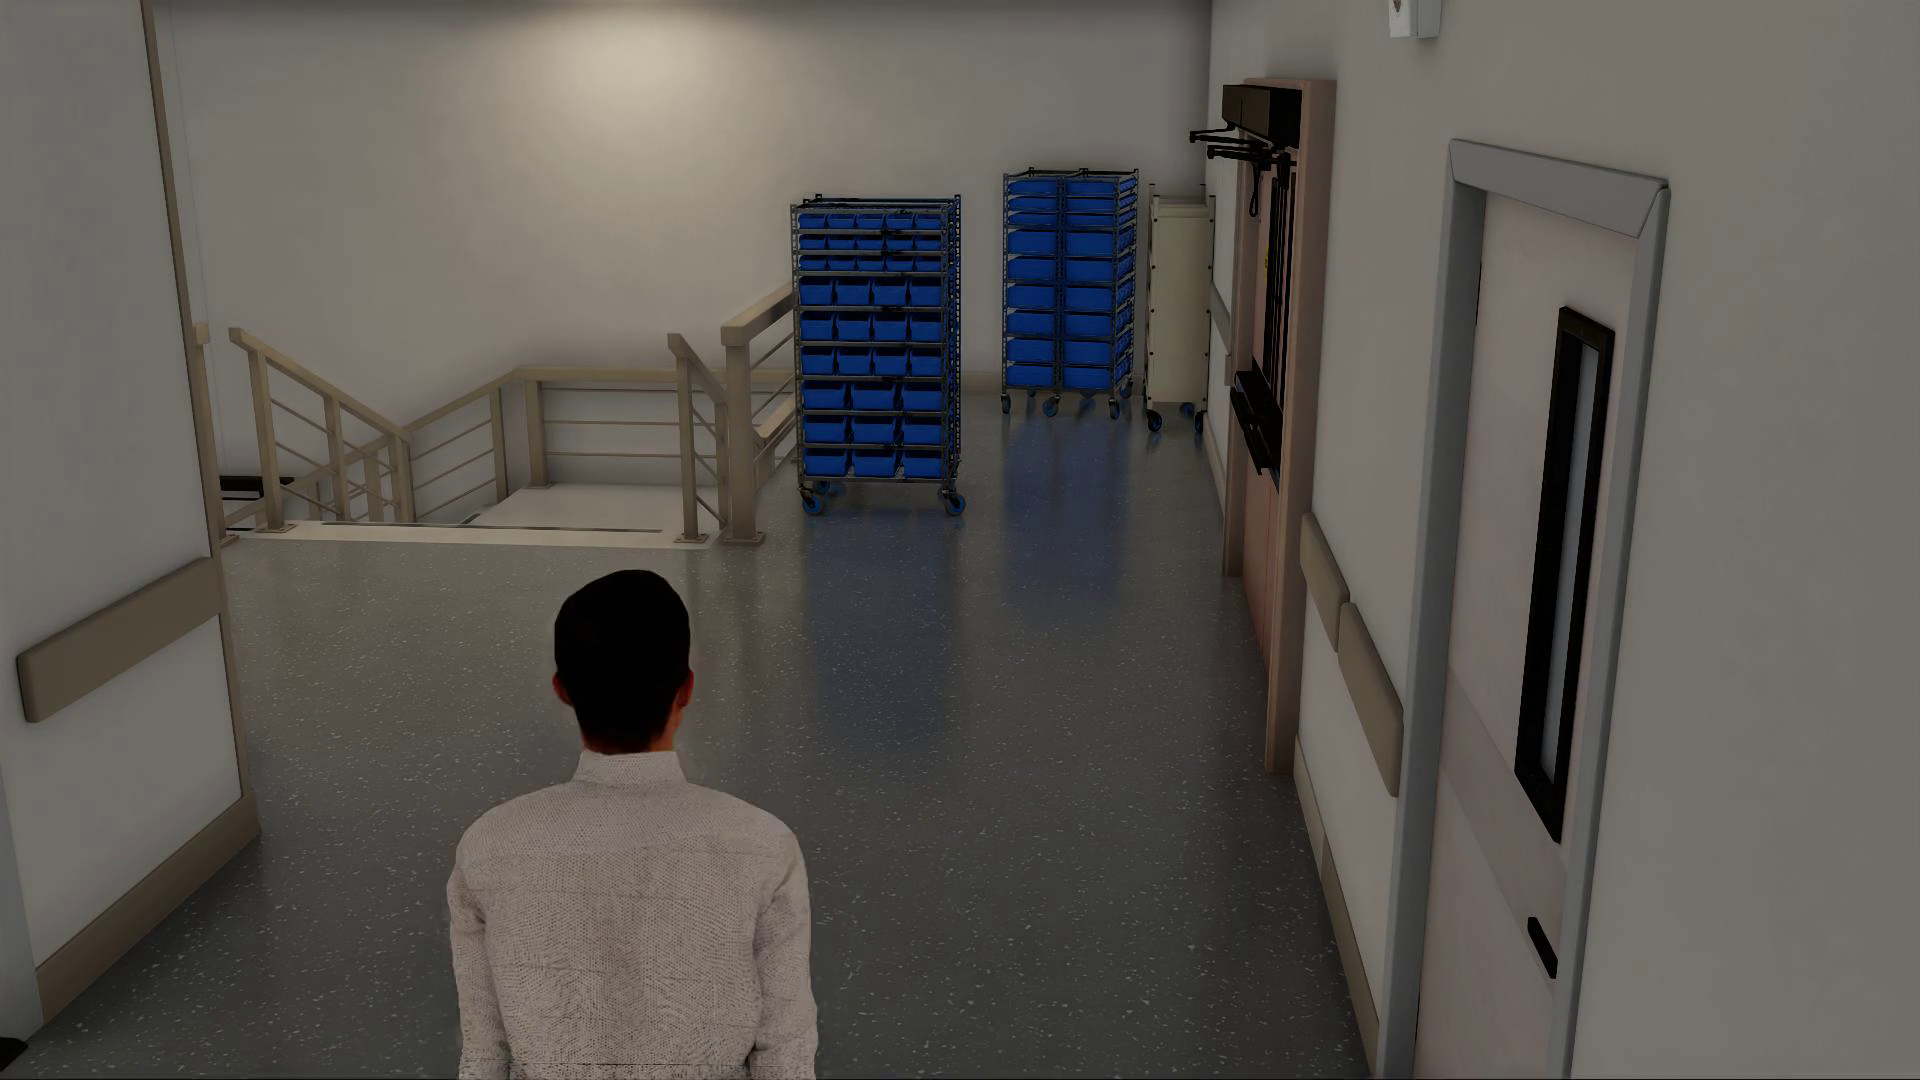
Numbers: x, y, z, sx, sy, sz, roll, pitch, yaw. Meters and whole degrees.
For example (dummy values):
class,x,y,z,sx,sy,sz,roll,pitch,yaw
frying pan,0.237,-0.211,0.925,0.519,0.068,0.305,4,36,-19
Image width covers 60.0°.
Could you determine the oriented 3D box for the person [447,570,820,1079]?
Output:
class,x,y,z,sx,sy,sz,roll,pitch,yaw
person,-0.448,0.948,2.315,0.720,1.797,0.699,-2,16,-7
